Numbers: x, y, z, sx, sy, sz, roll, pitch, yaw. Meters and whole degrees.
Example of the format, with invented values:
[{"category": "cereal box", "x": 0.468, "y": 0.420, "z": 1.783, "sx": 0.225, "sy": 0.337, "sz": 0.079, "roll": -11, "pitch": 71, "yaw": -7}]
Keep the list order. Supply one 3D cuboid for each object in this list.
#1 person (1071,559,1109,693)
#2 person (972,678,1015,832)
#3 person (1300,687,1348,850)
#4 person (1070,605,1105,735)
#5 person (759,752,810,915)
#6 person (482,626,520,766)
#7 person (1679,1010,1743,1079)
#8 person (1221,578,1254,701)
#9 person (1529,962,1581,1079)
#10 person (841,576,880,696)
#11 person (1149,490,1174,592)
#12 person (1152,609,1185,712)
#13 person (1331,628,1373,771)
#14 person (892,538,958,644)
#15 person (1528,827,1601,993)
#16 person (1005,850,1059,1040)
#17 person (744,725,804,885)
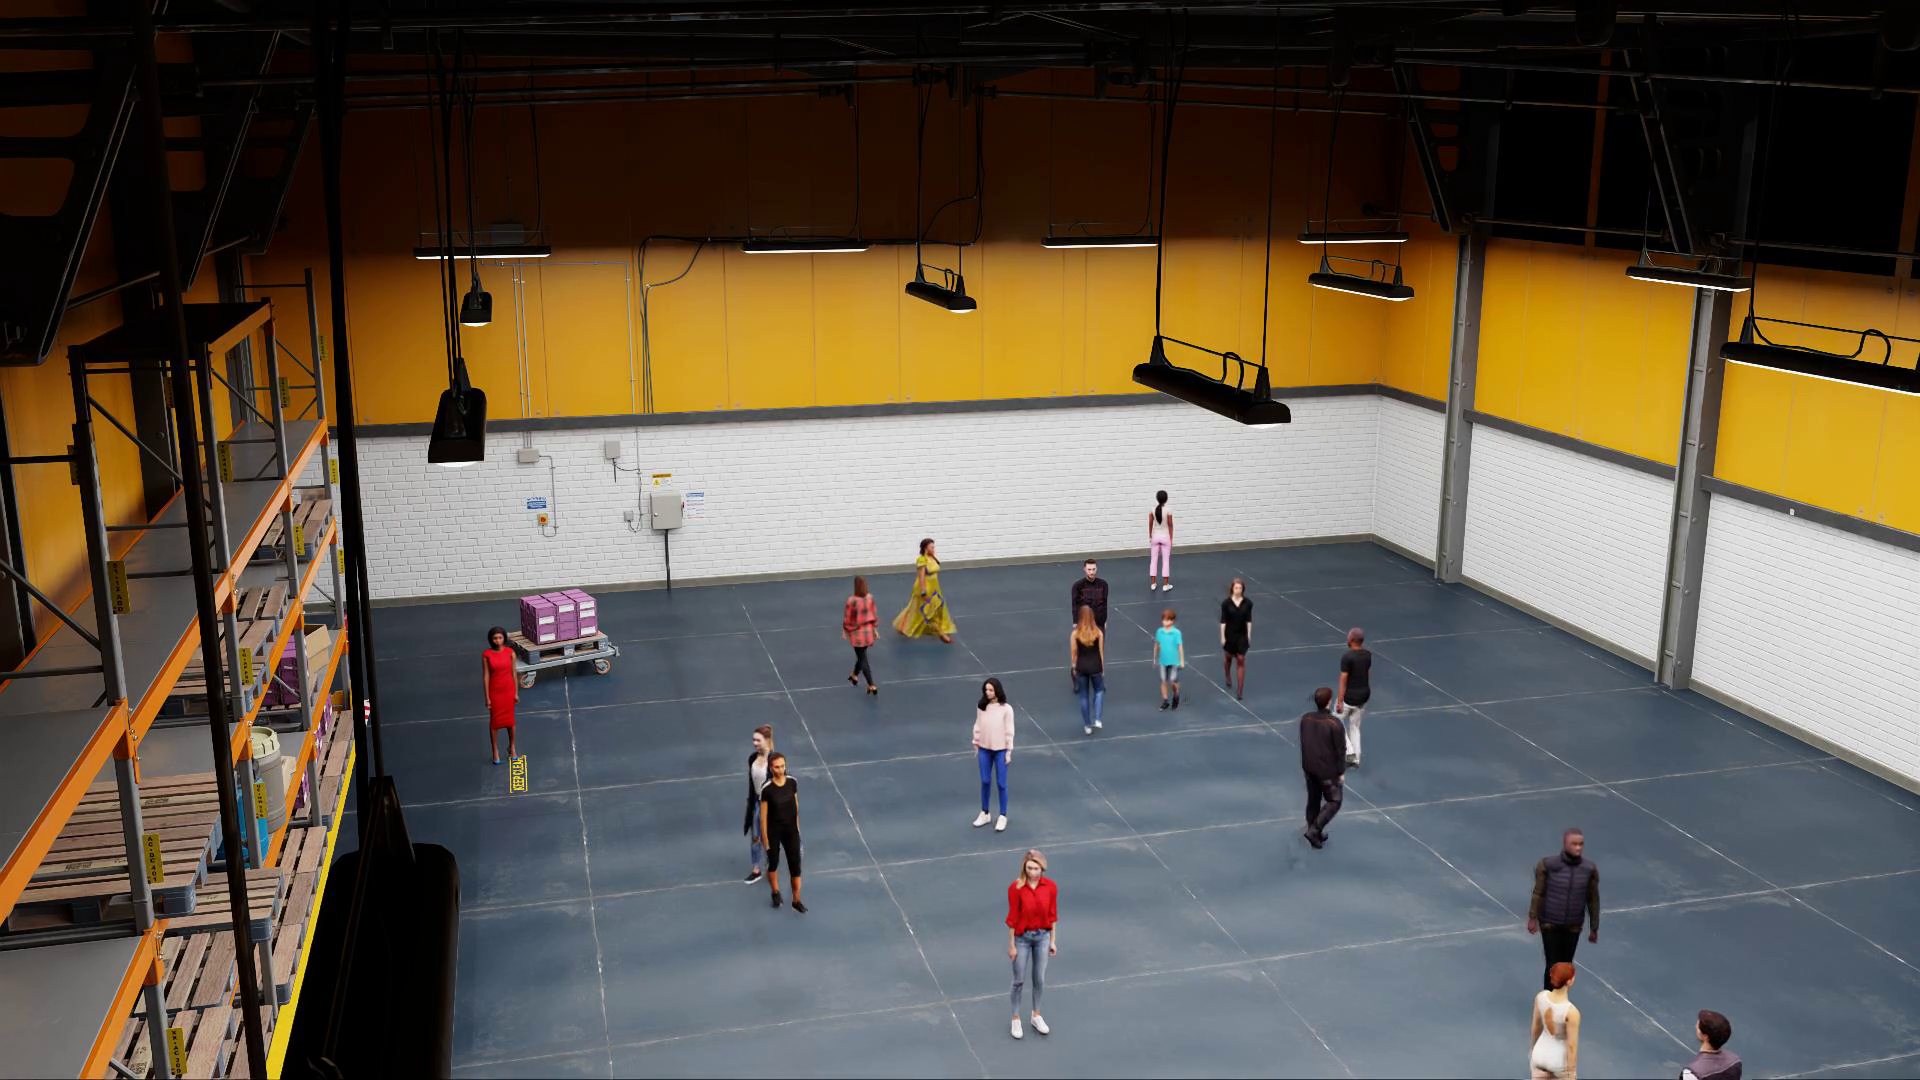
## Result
[{"category": "person", "x": 1.823, "y": 1.186, "z": 23.322, "sx": 0.693, "sy": 1.912, "sz": 0.583, "roll": -3, "pitch": 14, "yaw": -11}, {"category": "person", "x": 0.384, "y": 2.382, "z": 18.687, "sx": 0.722, "sy": 1.768, "sz": 0.772, "roll": 7, "pitch": 15, "yaw": 27}, {"category": "person", "x": 3.881, "y": 2.508, "z": 18.037, "sx": 0.980, "sy": 1.830, "sz": 0.920, "roll": -13, "pitch": 19, "yaw": -42}, {"category": "person", "x": 1.662, "y": 1.718, "z": 21.576, "sx": 0.682, "sy": 1.700, "sz": 0.697, "roll": 2, "pitch": 14, "yaw": 7}, {"category": "person", "x": -1.852, "y": 2.906, "z": 16.779, "sx": 0.723, "sy": 1.647, "sz": 0.926, "roll": -7, "pitch": 15, "yaw": -27}, {"category": "person", "x": -5.701, "y": 1.917, "z": 20.657, "sx": 0.605, "sy": 1.744, "sz": 0.556, "roll": -7, "pitch": 15, "yaw": -26}, {"category": "person", "x": 5.142, "y": 4.131, "z": 11.365, "sx": 0.852, "sy": 1.815, "sz": 1.232, "roll": -8, "pitch": 16, "yaw": -29}, {"category": "person", "x": 3.814, "y": 1.350, "z": 23.202, "sx": 0.805, "sy": 1.648, "sz": 1.154, "roll": 0, "pitch": 14, "yaw": 1}, {"category": "person", "x": 4.406, "y": 3.948, "z": 12.513, "sx": 0.756, "sy": 1.631, "sz": 0.854, "roll": -8, "pitch": 16, "yaw": -29}, {"category": "person", "x": -1.338, "y": 1.359, "z": 23.138, "sx": 0.890, "sy": 1.661, "sz": 1.175, "roll": -10, "pitch": 17, "yaw": -35}, {"category": "person", "x": 3.451, "y": -0.002, "z": 28.582, "sx": 0.657, "sy": 1.744, "sz": 0.693, "roll": 6, "pitch": 15, "yaw": 22}, {"category": "person", "x": 2.867, "y": 1.611, "z": 22.573, "sx": 0.670, "sy": 1.437, "sz": 0.728, "roll": 8, "pitch": 16, "yaw": 31}, {"category": "person", "x": 4.856, "y": 1.976, "z": 20.313, "sx": 0.757, "sy": 1.792, "sz": 0.751, "roll": -8, "pitch": 16, "yaw": -31}, {"category": "person", "x": -0.595, "y": 0.791, "z": 25.582, "sx": 1.272, "sy": 1.617, "sz": 1.225, "roll": 7, "pitch": 15, "yaw": 28}, {"category": "person", "x": 5.265, "y": 3.342, "z": 14.619, "sx": 0.844, "sy": 1.816, "sz": 0.881, "roll": 1, "pitch": 14, "yaw": 5}, {"category": "person", "x": 0.615, "y": 3.457, "z": 14.377, "sx": 0.608, "sy": 1.707, "sz": 0.494, "roll": -4, "pitch": 14, "yaw": -14}, {"category": "person", "x": -1.944, "y": 2.738, "z": 17.464, "sx": 1.087, "sy": 1.651, "sz": 1.155, "roll": 7, "pitch": 15, "yaw": 27}]
